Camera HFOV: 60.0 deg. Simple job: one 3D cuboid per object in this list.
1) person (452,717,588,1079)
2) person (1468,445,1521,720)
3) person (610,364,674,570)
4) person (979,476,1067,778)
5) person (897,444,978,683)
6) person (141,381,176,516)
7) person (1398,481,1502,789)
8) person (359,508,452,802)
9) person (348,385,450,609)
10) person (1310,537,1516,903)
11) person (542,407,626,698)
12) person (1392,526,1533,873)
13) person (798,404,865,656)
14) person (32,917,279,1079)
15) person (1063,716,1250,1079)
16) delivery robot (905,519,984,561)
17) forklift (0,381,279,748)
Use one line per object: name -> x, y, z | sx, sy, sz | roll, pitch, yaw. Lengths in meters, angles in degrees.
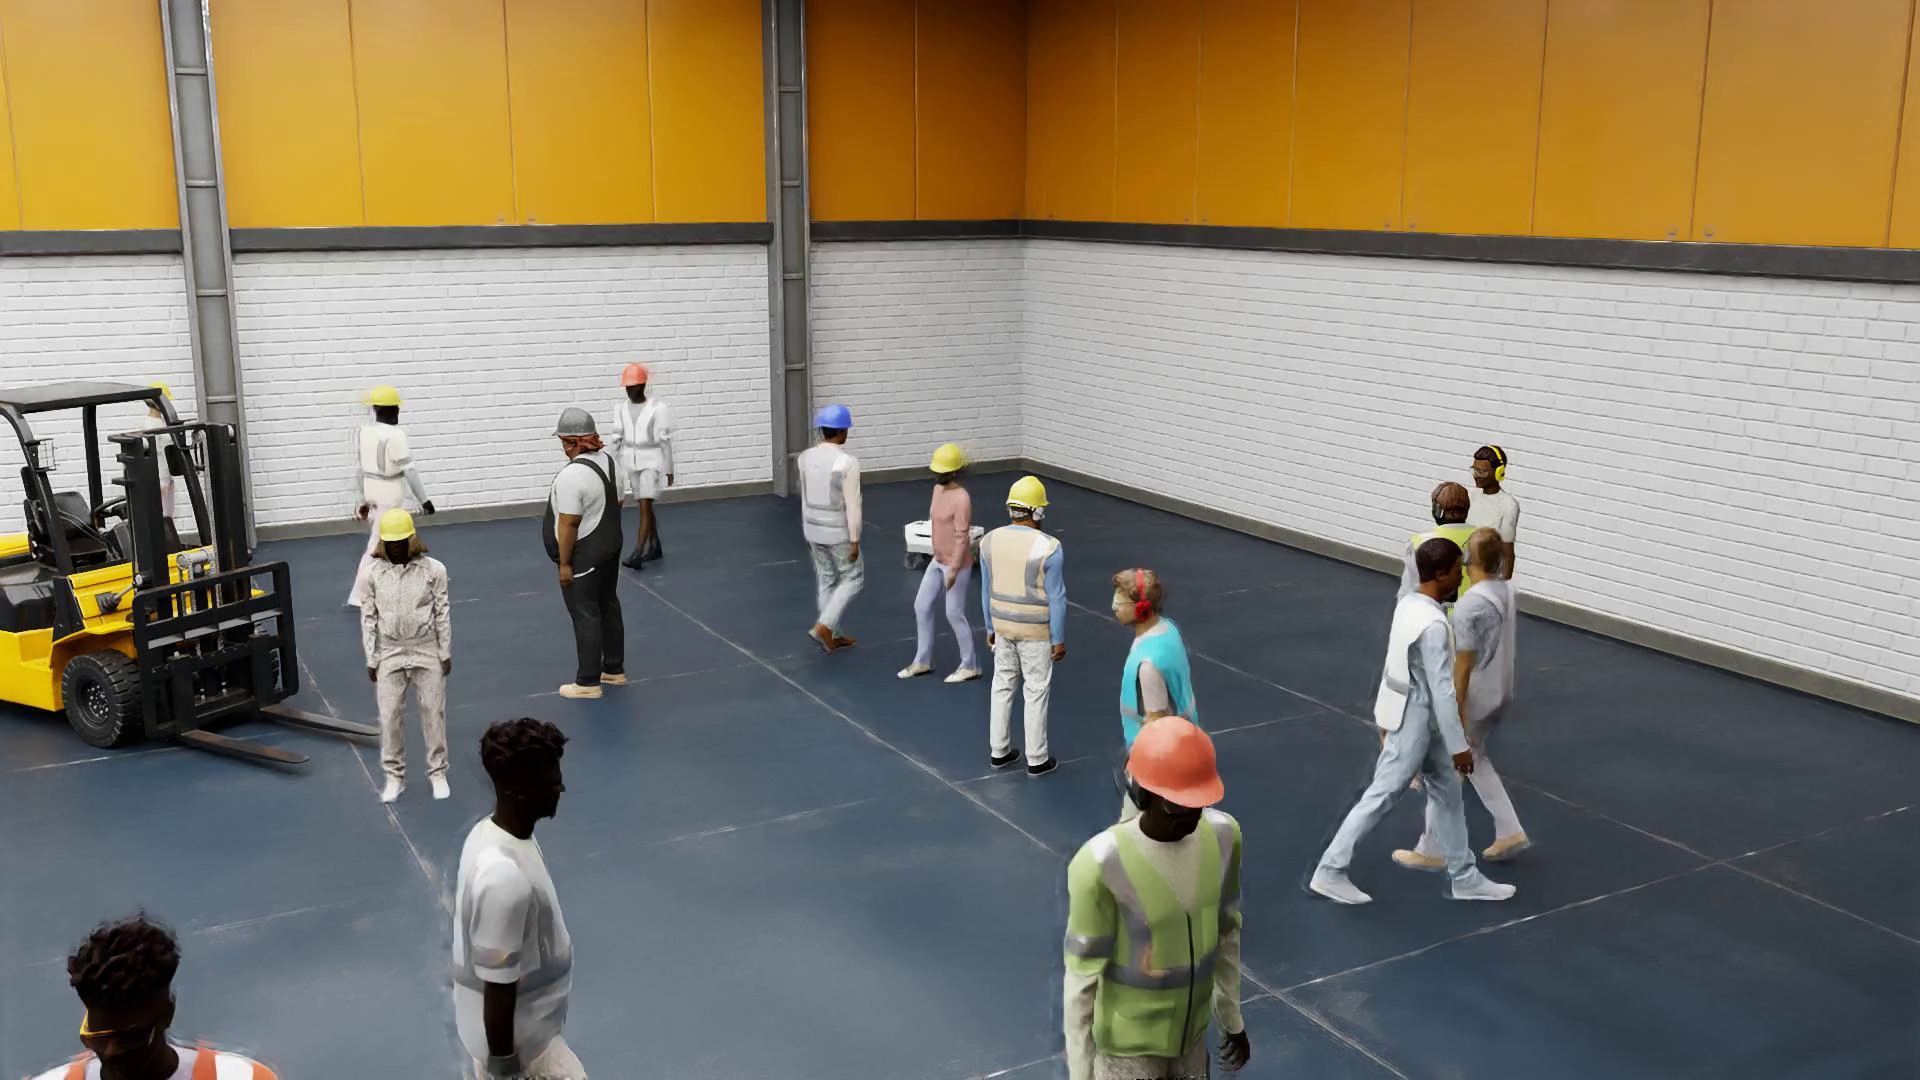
person -> -1.274, 1.486, 5.212 | 0.721, 1.939, 0.652 | -4, 13, -18
person -> 3.477, 0.289, 11.043 | 0.334, 1.860, 0.509 | -3, 12, -15
person -> -3.015, -0.675, 15.468 | 0.568, 1.890, 0.946 | 4, 13, 20
person -> 0.392, 0.524, 10.034 | 0.585, 1.824, 0.404 | 10, 15, 38
person -> -0.157, 0.179, 11.837 | 0.623, 1.735, 0.570 | -6, 13, -25
person -> -7.357, -0.587, 15.369 | 0.331, 1.766, 0.533 | -3, 12, -13
person -> 2.849, 0.563, 9.824 | 0.636, 1.833, 0.429 | -4, 13, -18
person -> -3.177, 0.664, 9.581 | 0.489, 1.734, 0.335 | -4, 13, -16
person -> -4.851, -0.374, 14.122 | 0.605, 1.875, 1.016 | 11, 16, 42
person -> 2.234, 0.904, 8.162 | 1.015, 1.870, 0.593 | 2, 12, 10
person -> -2.644, 0.070, 11.632 | 0.535, 2.000, 0.686 | 4, 13, 17
person -> 2.674, 0.835, 8.579 | 0.544, 1.815, 0.561 | -12, 17, -43
person -> -0.982, -0.056, 12.484 | 0.624, 1.927, 0.551 | 9, 15, 37
person -> -1.842, 1.773, 3.871 | 0.613, 1.943, 0.804 | -2, 12, -9
person -> 0.593, 1.495, 5.022 | 0.691, 2.027, 0.451 | -8, 15, -34
delivery robot -> -0.148, -0.028, 15.379 | 0.707, 0.478, 0.477 | 6, 13, 26
forklift -> -5.853, 0.085, 11.199 | 2.313, 2.155, 1.214 | 7, 14, 28
